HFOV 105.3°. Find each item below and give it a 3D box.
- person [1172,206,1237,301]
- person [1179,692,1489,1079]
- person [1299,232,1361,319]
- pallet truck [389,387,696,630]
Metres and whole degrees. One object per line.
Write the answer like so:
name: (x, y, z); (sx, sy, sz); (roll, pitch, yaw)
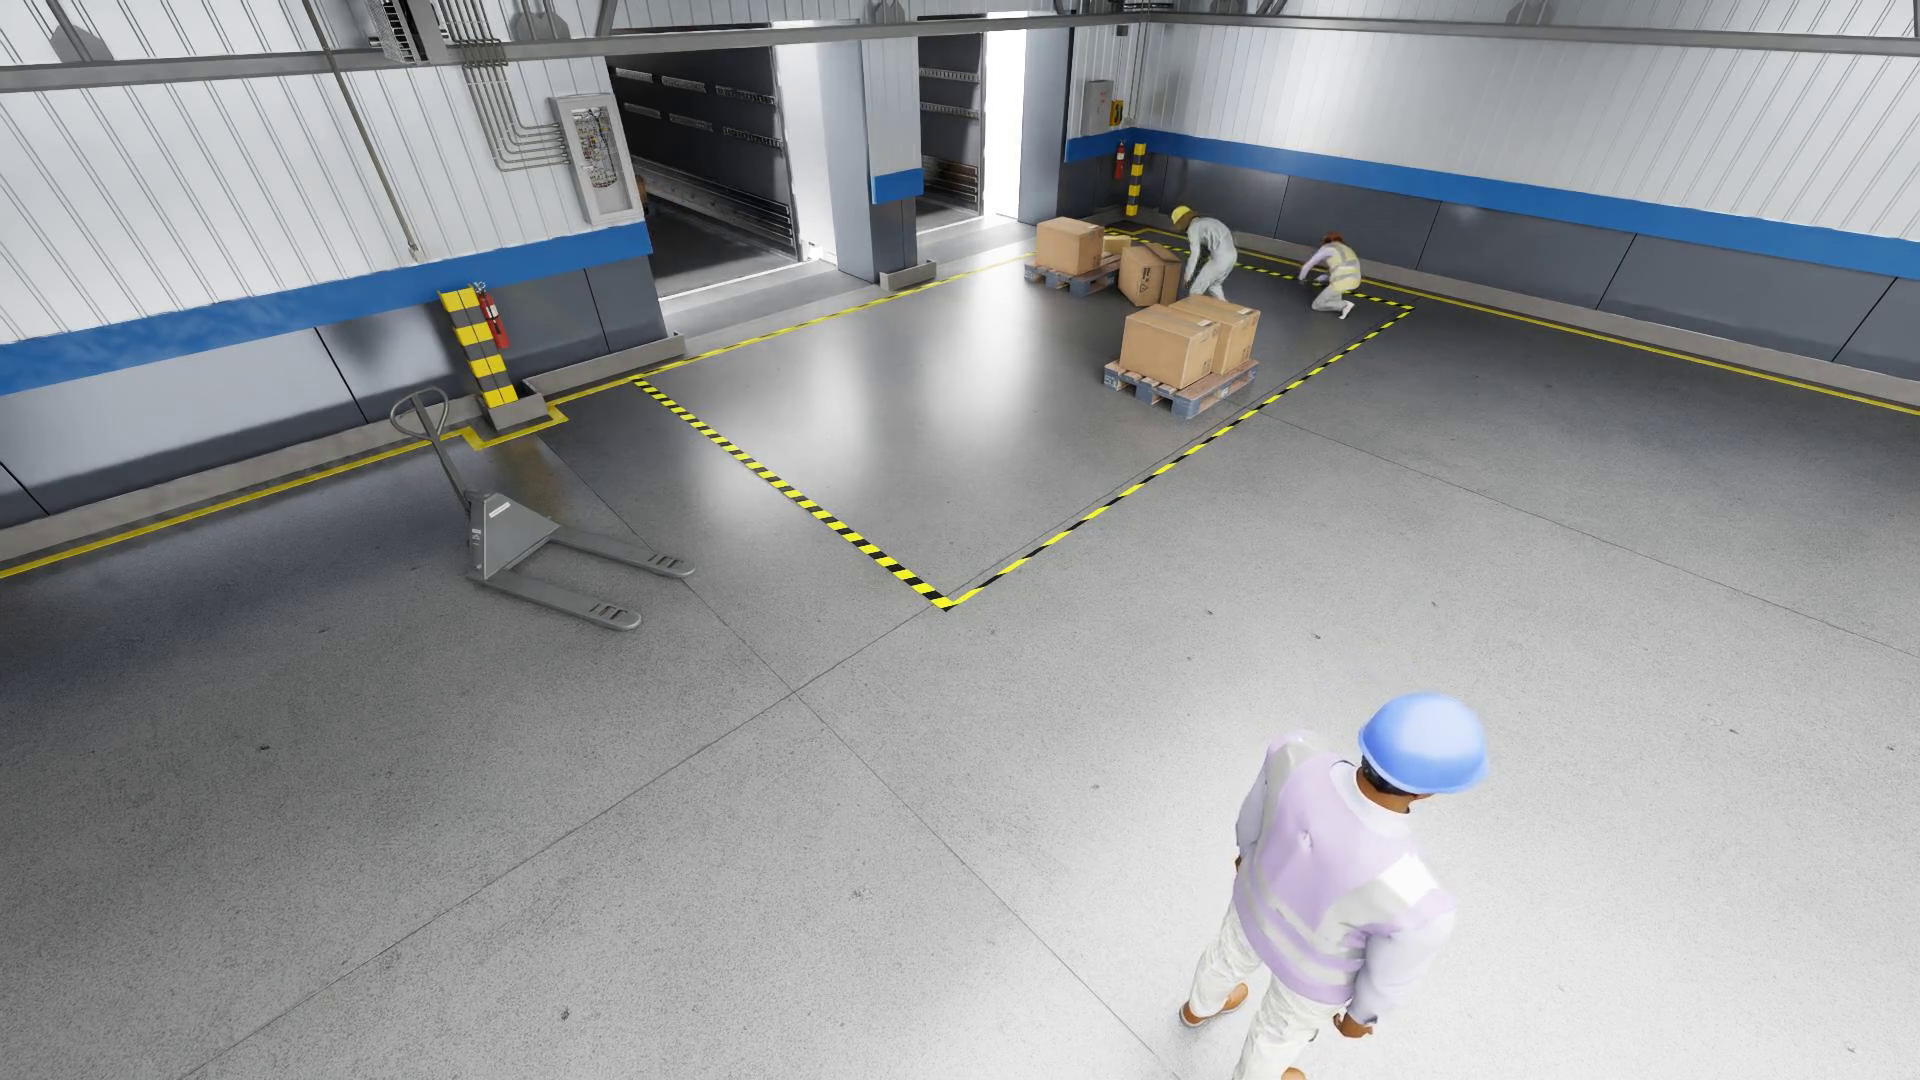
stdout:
person: (2.570, -2.891, 7.989); (0.843, 1.278, 0.676); (31, 47, 34)
person: (1.042, 1.147, 2.209); (0.403, 1.946, 0.607); (-11, 39, -14)
person: (4.425, -3.116, 8.686); (0.595, 0.843, 0.891); (-12, 39, -15)
pallet truck: (-2.613, -0.247, 4.593); (1.601, 1.201, 0.680); (14, 40, 17)
